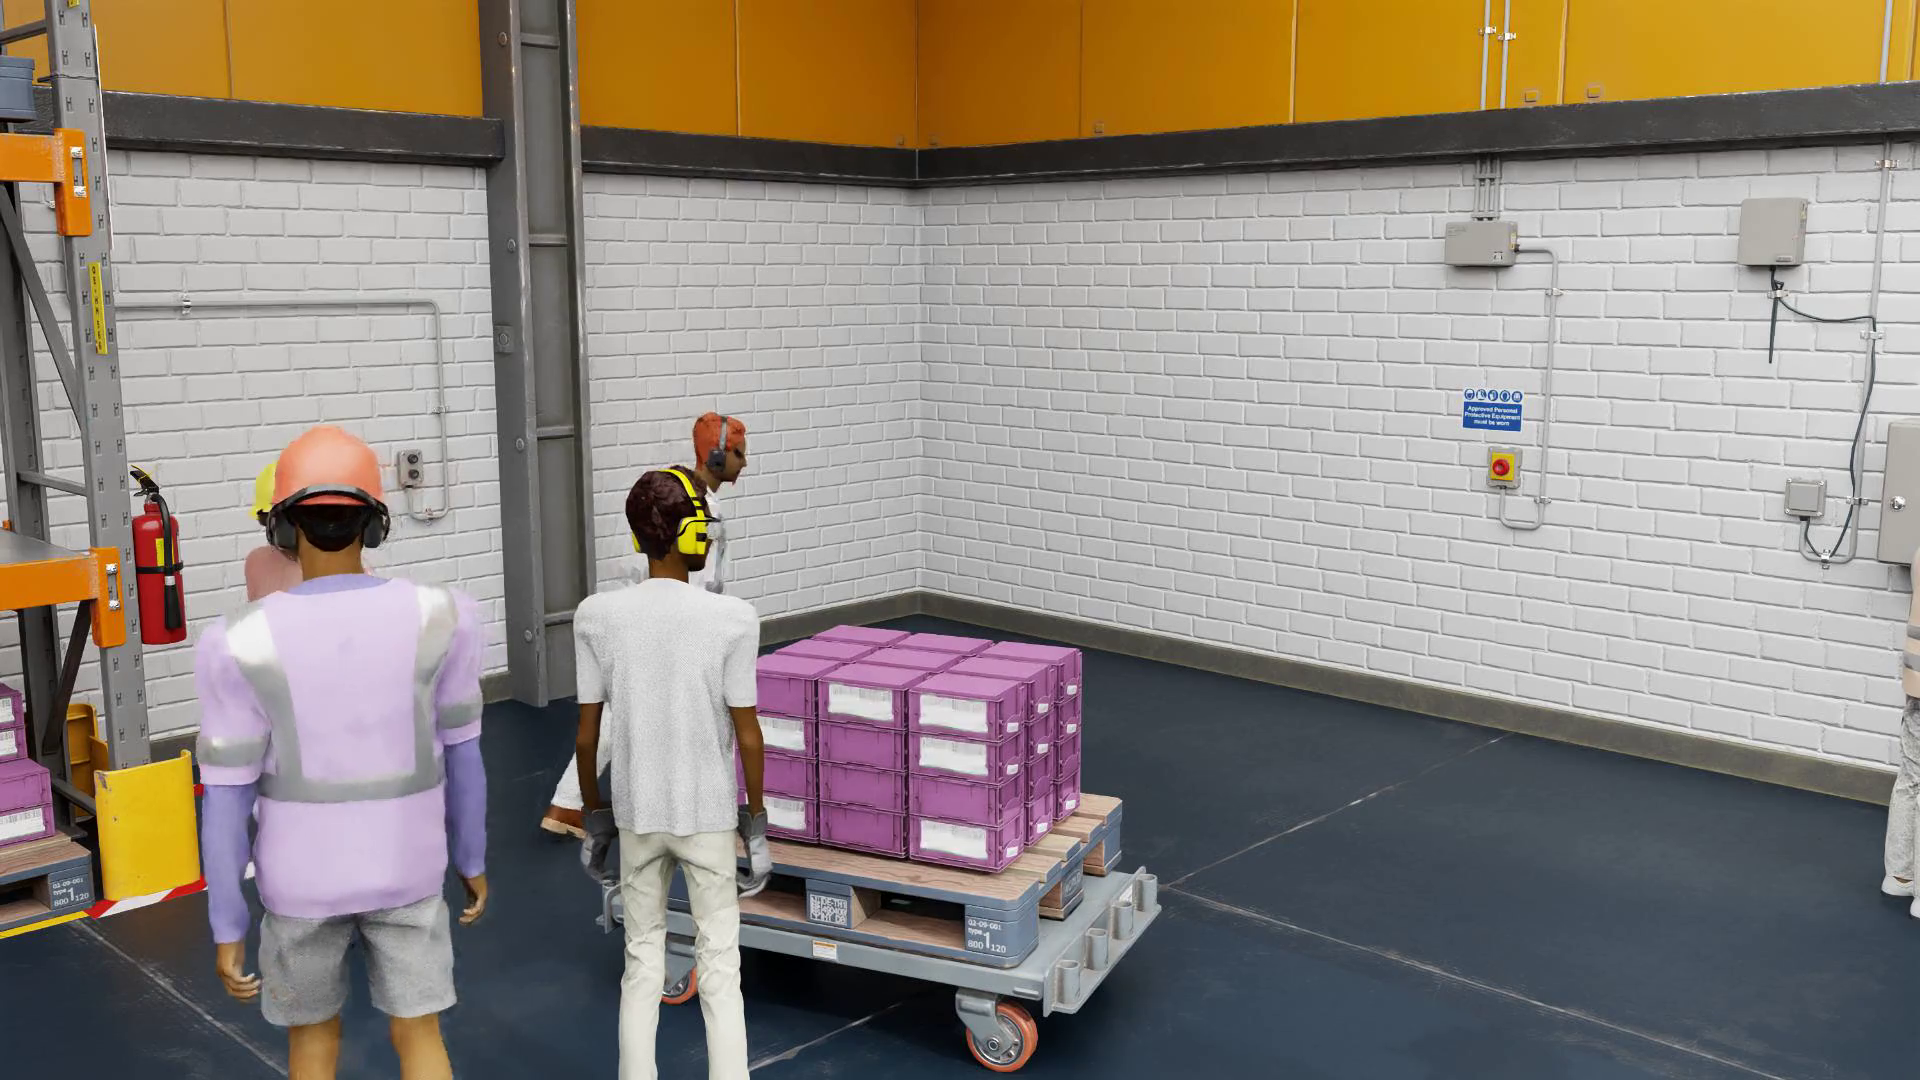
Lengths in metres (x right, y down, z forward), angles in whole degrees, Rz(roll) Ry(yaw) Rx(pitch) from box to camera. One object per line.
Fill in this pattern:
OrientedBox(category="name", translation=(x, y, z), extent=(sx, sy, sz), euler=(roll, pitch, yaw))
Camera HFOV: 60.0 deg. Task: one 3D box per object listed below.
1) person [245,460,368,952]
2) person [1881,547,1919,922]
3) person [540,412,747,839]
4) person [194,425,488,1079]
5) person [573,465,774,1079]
OrientedBox(category="person", translation=(-2.180, 0.583, 5.605), extent=(0.559, 1.747, 0.447), euler=(3, 10, 20))
OrientedBox(category="person", translation=(3.582, 0.572, 6.032), extent=(0.306, 1.639, 0.523), euler=(1, 9, 8))
OrientedBox(category="person", translation=(-1.200, 0.370, 6.845), extent=(1.152, 1.800, 0.597), euler=(-4, 10, -23))
OrientedBox(category="person", translation=(-1.335, 0.766, 3.690), extent=(0.639, 2.022, 0.716), euler=(-5, 10, -27))
OrientedBox(category="person", translation=(-0.738, 0.741, 4.310), extent=(0.519, 1.865, 0.335), euler=(1, 9, 8))
